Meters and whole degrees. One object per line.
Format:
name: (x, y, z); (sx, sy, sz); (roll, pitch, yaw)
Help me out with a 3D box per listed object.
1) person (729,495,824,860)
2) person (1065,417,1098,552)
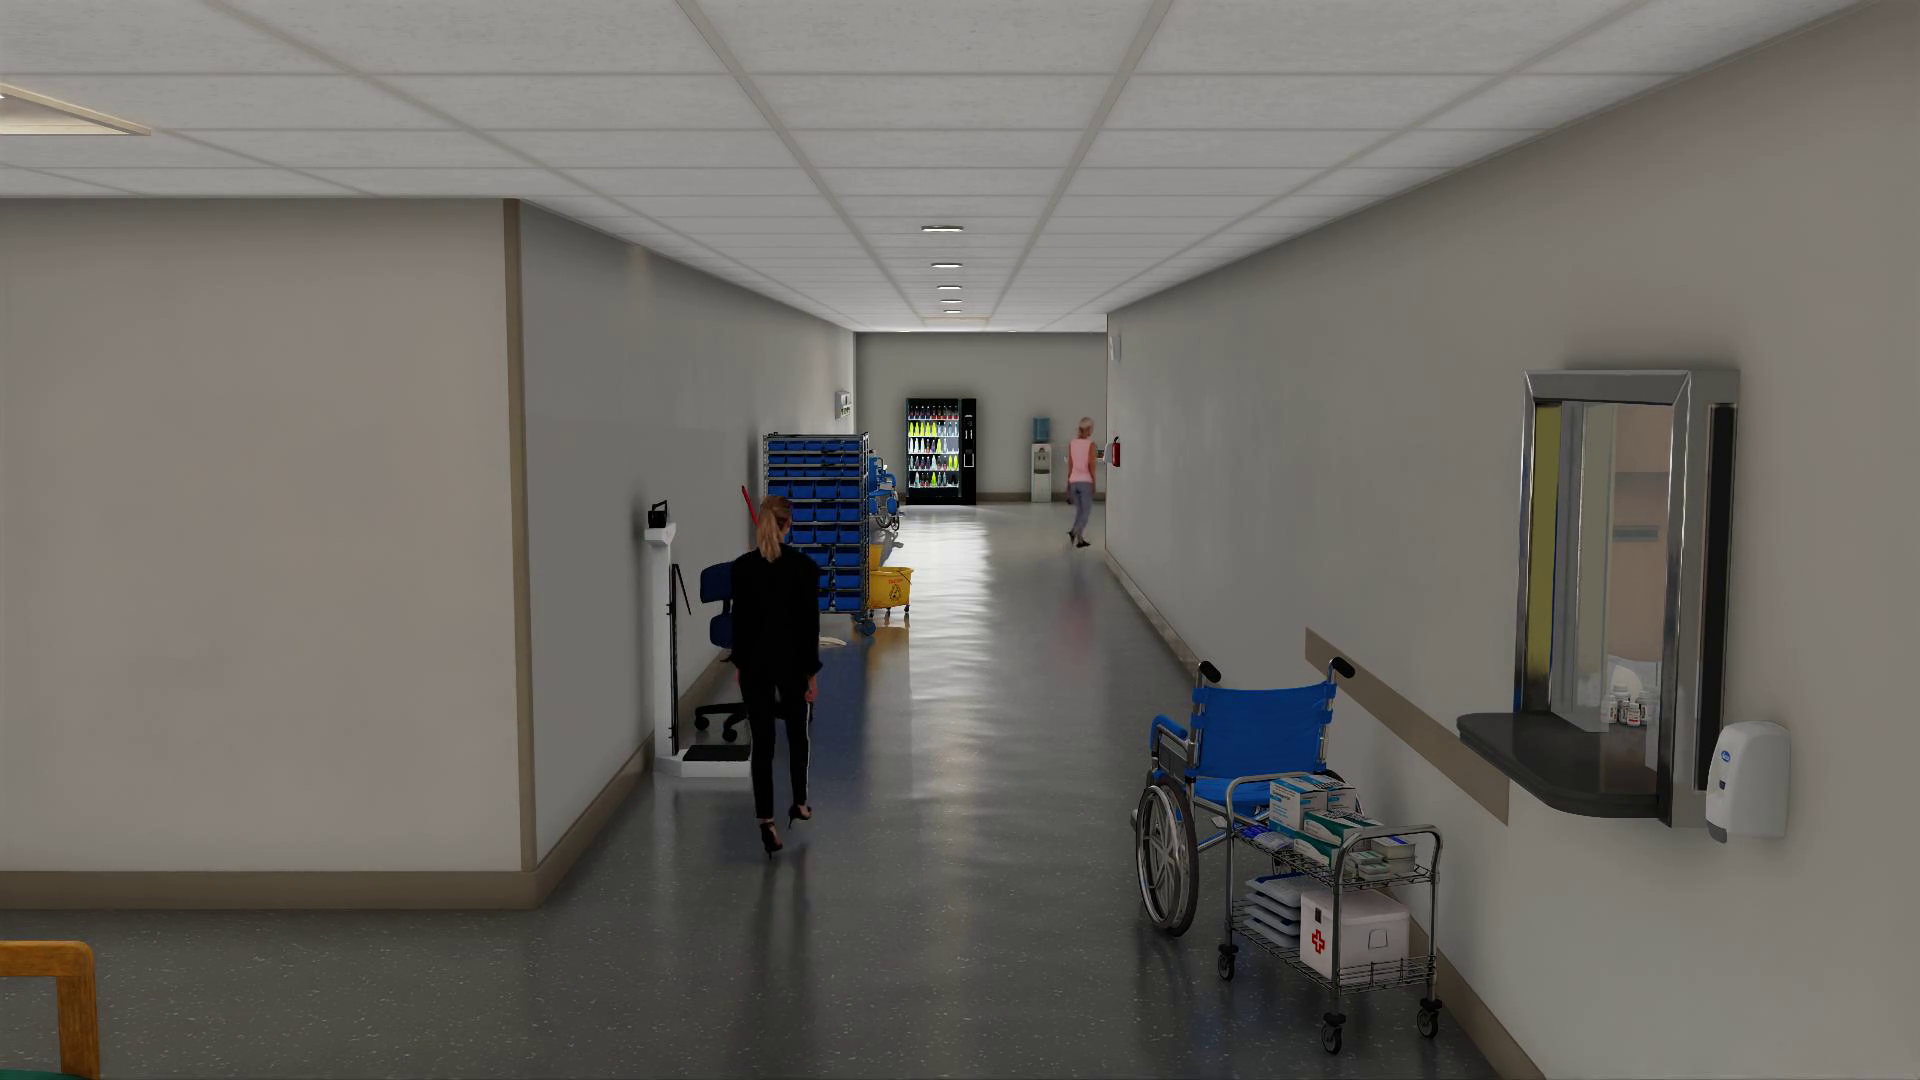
person: (-0.891, 0.656, 7.799); (0.850, 1.682, 0.752); (1, 6, 5)
person: (1.522, -0.678, 20.999); (1.023, 1.696, 1.011); (4, 7, 32)
